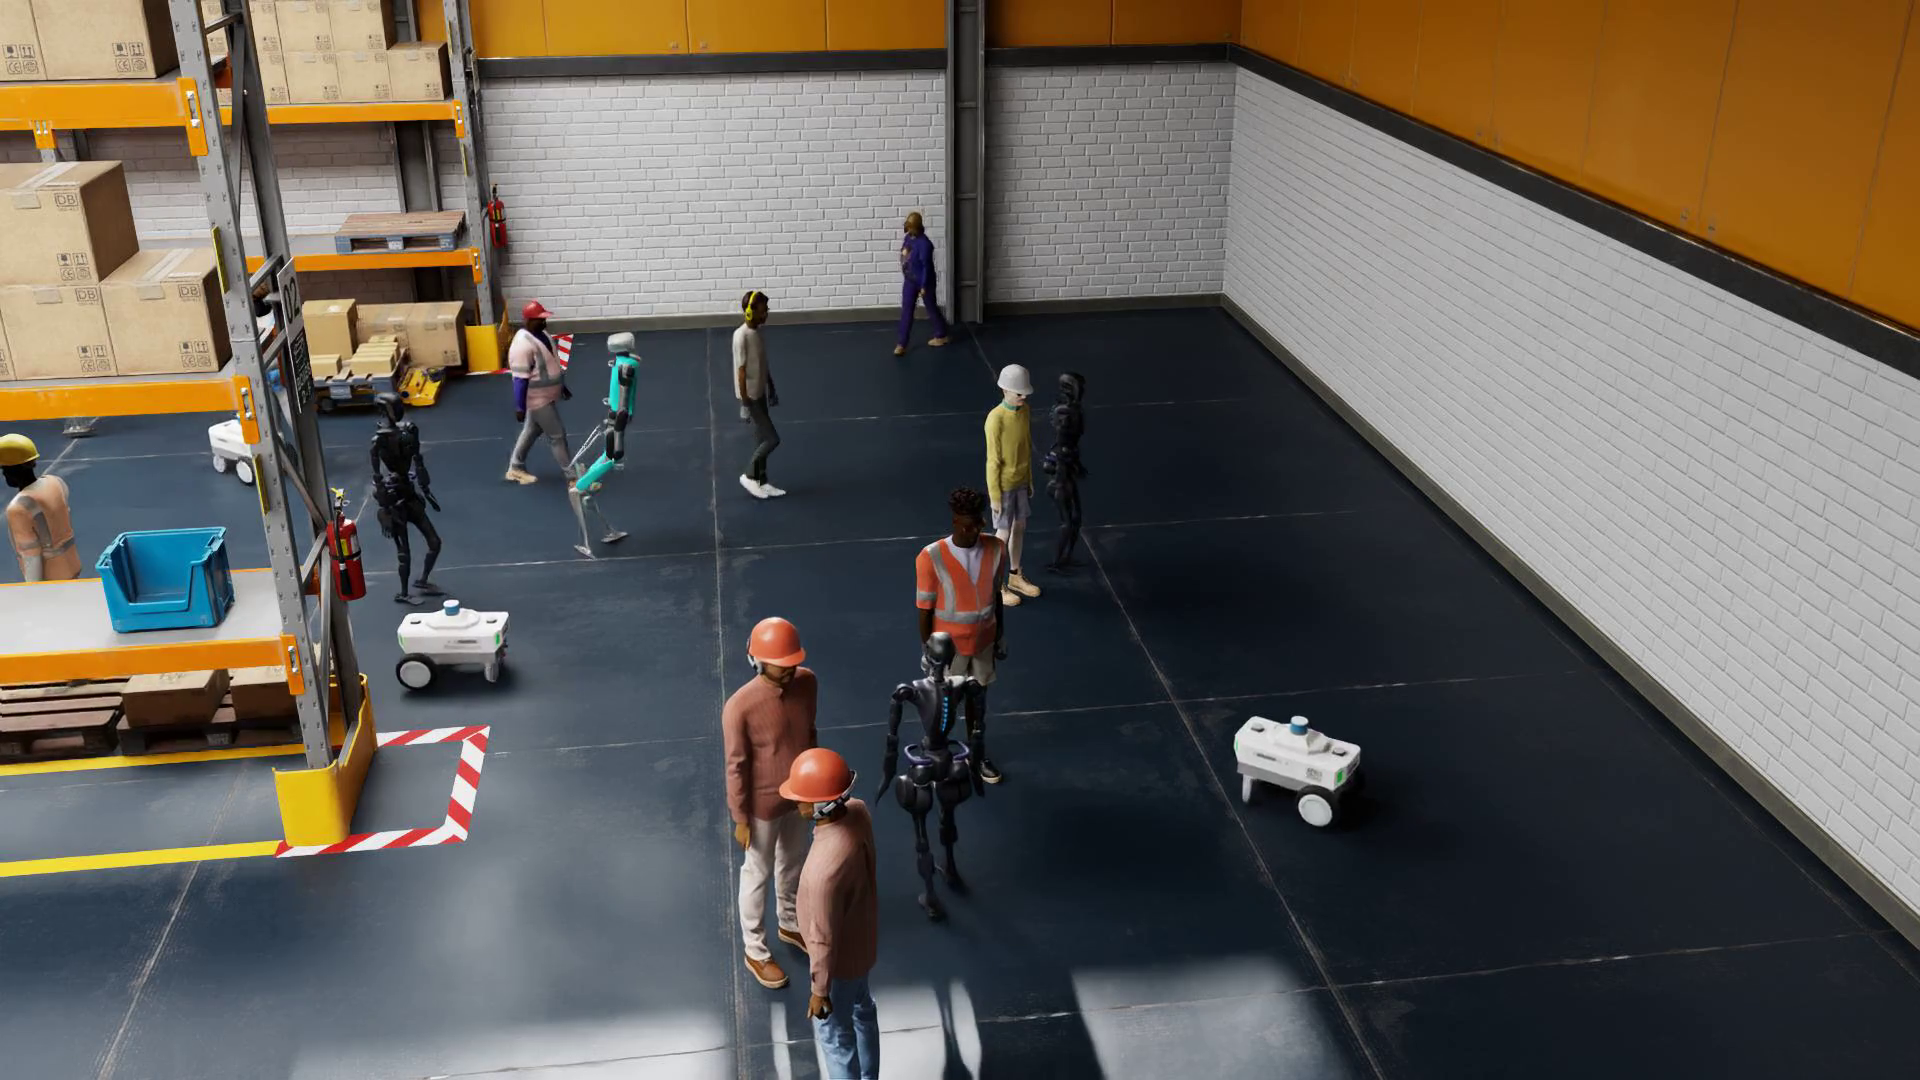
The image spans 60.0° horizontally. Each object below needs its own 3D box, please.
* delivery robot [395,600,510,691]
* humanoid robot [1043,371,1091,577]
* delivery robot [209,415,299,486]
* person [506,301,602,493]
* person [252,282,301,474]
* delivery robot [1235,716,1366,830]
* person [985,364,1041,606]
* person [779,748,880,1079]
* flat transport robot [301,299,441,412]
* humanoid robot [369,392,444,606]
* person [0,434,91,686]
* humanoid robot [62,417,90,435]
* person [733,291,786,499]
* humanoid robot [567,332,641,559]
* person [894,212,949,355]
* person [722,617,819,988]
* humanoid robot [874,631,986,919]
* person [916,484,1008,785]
[{"bbox_3d":[-3.483,0.693,11.451,0.748,0.586,0.524,-1,24,-1],"label":"delivery robot"},{"bbox_3d":[0.824,-0.523,12.835,0.312,1.648,0.610,7,25,16],"label":"humanoid robot"},{"bbox_3d":[-6.387,-0.841,14.950,0.790,0.589,0.499,14,27,29],"label":"delivery robot"},{"bbox_3d":[-3.642,-1.249,14.452,0.904,1.709,0.627,3,24,6],"label":"person"},{"bbox_3d":[-6.026,-1.389,14.622,0.629,1.833,0.432,2,24,5],"label":"person"},{"bbox_3d":[2.029,1.339,9.969,0.749,0.578,0.509,15,28,30],"label":"delivery robot"},{"bbox_3d":[0.368,-0.416,12.353,0.411,1.878,0.489,17,29,34],"label":"person"},{"bbox_3d":[-0.548,1.774,7.226,0.403,1.986,0.610,5,24,11],"label":"person"},{"bbox_3d":[-6.031,-1.521,16.861,1.431,0.231,0.659,-3,24,-8],"label":"flat transport robot"},{"bbox_3d":[-4.134,-0.298,12.330,0.337,1.645,0.589,7,25,16],"label":"humanoid robot"},{"bbox_3d":[-5.933,0.224,10.824,0.383,1.925,0.589,0,24,-1],"label":"person"},{"bbox_3d":[-8.439,-1.756,15.616,0.764,1.814,0.544,-6,24,-14],"label":"humanoid robot"},{"bbox_3d":[-1.702,-1.223,14.212,0.403,1.850,0.568,5,24,10],"label":"person"},{"bbox_3d":[-2.933,-0.753,13.280,0.867,1.772,0.598,-4,24,-10],"label":"humanoid robot"},{"bbox_3d":[-0.436,-2.839,18.229,0.456,1.577,0.793,20,31,38],"label":"person"},{"bbox_3d":[-0.900,1.283,8.329,0.393,1.993,0.610,18,30,36],"label":"person"},{"bbox_3d":[-0.180,1.215,8.891,0.607,1.648,0.531,-8,25,-18],"label":"humanoid robot"},{"bbox_3d":[0.025,0.590,9.943,0.604,1.966,0.367,-14,27,-29],"label":"person"}]
